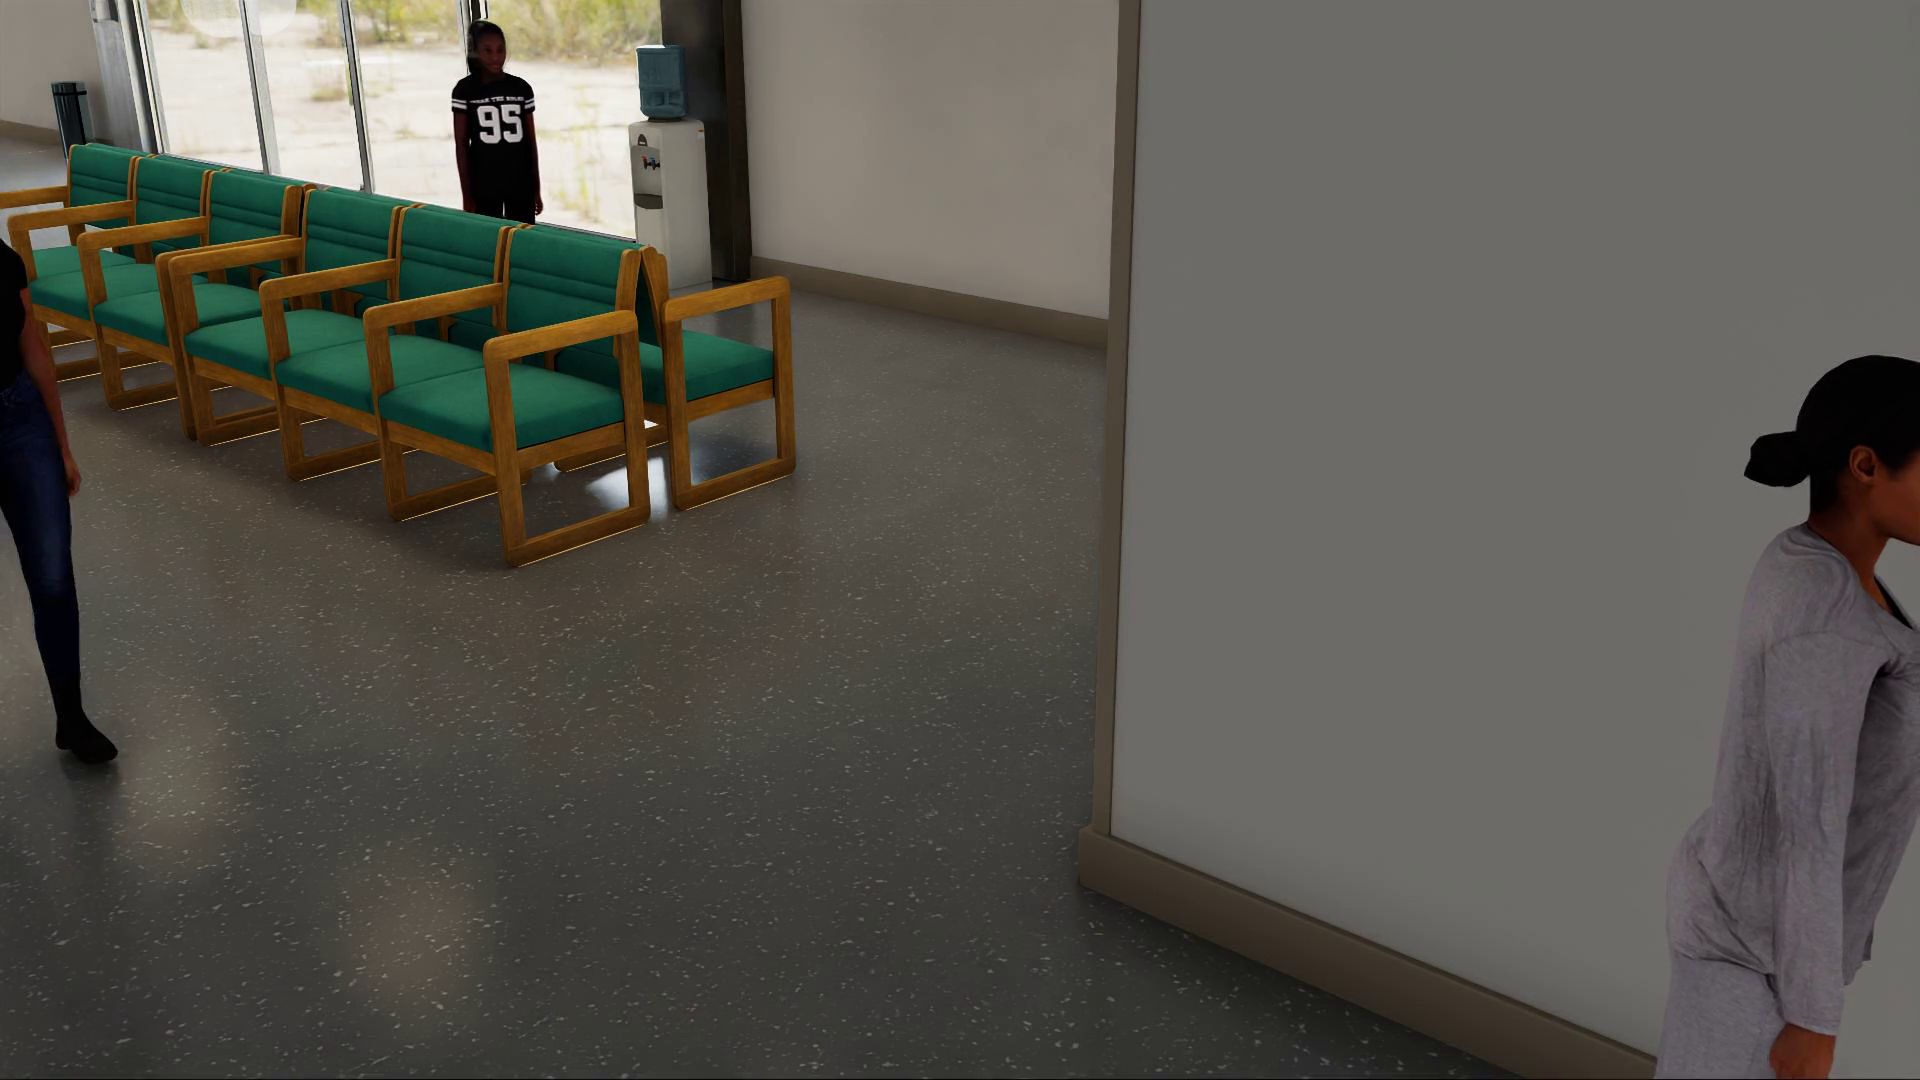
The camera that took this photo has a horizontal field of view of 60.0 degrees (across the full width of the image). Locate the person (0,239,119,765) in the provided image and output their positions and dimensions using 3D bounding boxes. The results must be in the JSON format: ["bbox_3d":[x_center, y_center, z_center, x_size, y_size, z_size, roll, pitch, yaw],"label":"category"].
[{"bbox_3d":[-2.743,-0.233,4.632,0.651,1.719,0.959,17,27,38],"label":"person"}]

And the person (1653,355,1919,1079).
[{"bbox_3d":[1.201,0.571,2.482,0.756,1.740,0.587,8,22,21],"label":"person"}]

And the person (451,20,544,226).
[{"bbox_3d":[-2.497,-1.917,9.049,0.625,1.741,0.745,-12,24,-28],"label":"person"}]
